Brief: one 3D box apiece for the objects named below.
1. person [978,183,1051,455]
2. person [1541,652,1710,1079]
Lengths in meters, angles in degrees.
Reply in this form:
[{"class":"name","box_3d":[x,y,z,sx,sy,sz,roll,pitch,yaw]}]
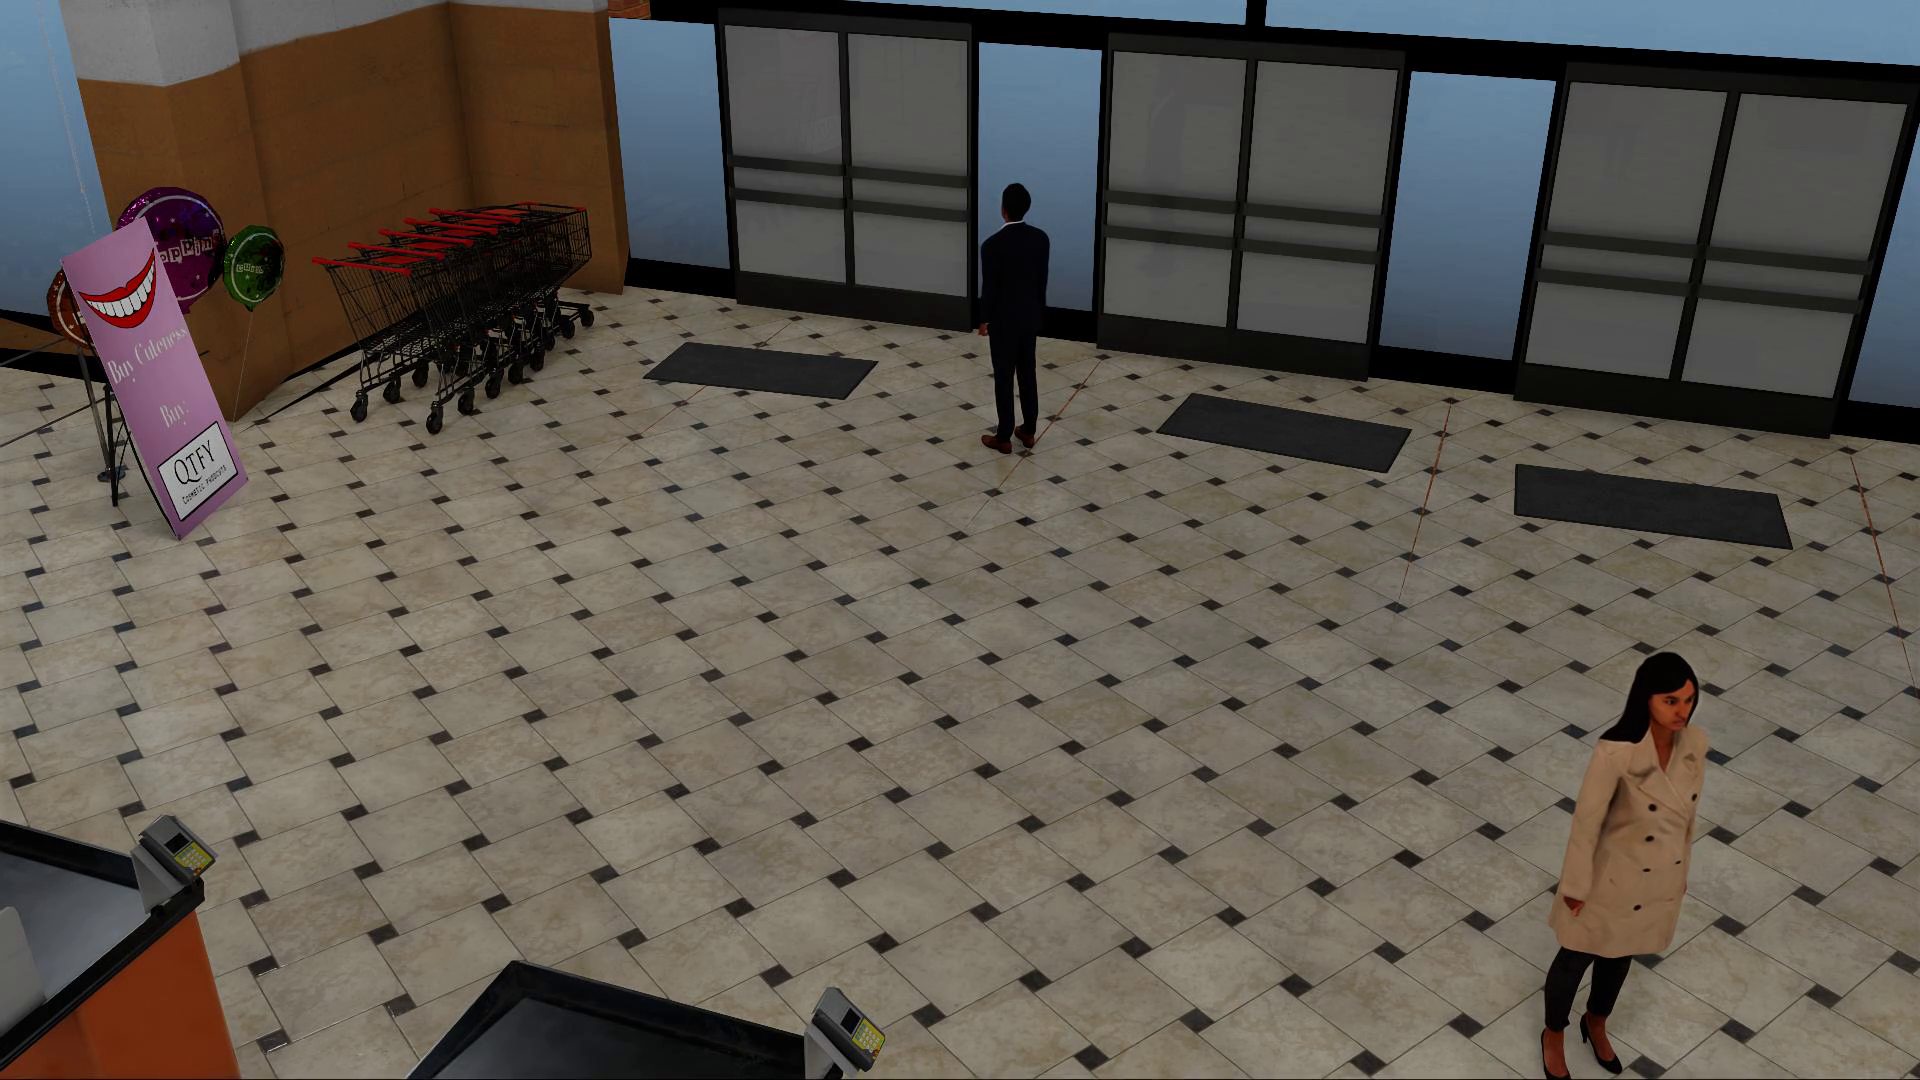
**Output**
[{"class":"person","box_3d":[0.341,-1.382,10.453,0.684,1.727,0.769,-15,31,-27]},{"class":"person","box_3d":[2.217,1.117,5.574,0.719,1.682,0.739,-8,28,-15]}]
